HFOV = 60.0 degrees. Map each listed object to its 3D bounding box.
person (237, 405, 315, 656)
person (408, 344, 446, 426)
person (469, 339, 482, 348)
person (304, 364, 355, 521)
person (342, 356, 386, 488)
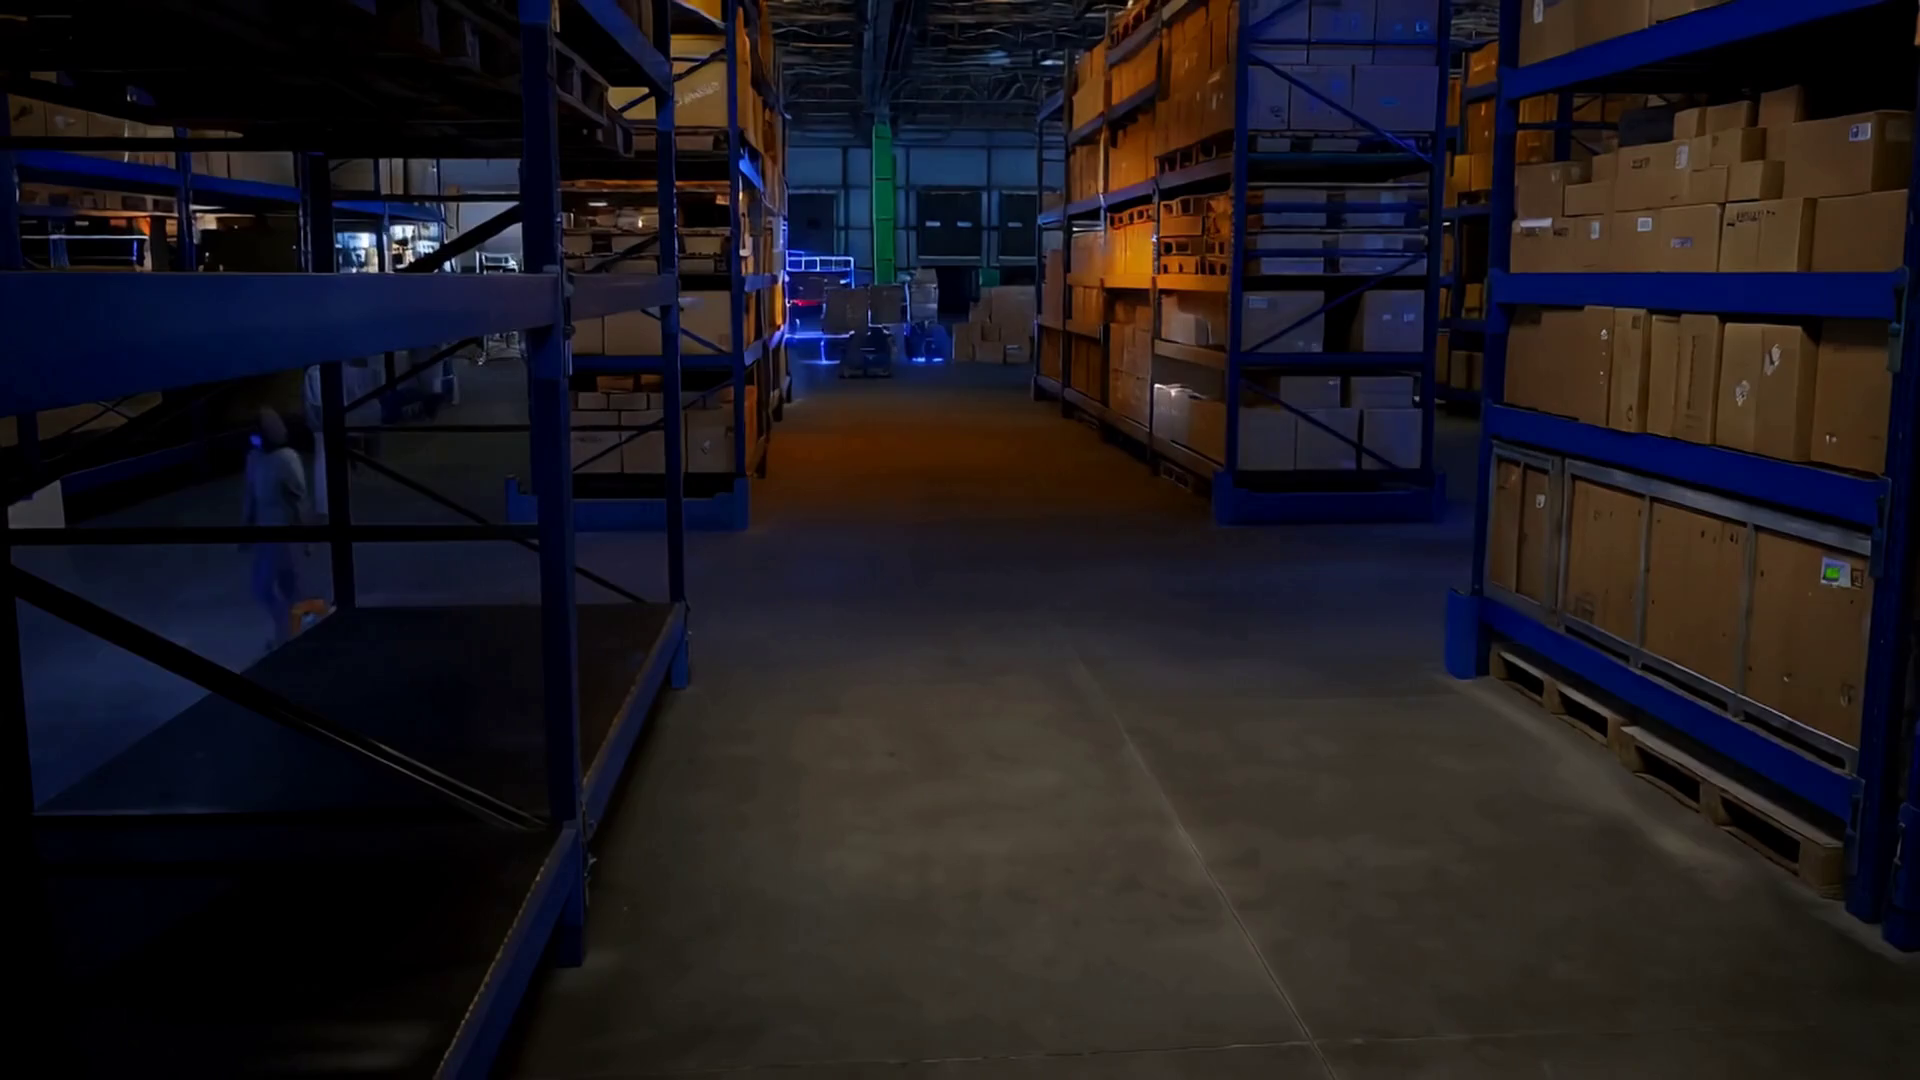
[{"bbox_3d":[-4.252,-0.025,10.239,0.575,1.605,0.591,7,11,38],"label":"person"},{"bbox_3d":[-8.285,-2.529,25.860,0.545,1.652,0.882,-1,9,-5],"label":"person"},{"bbox_3d":[-15.973,-7.275,54.823,0.380,1.918,0.596,-8,12,-41],"label":"person"},{"bbox_3d":[-6.187,-1.096,16.320,0.430,1.833,0.634,-2,9,-14],"label":"person"},{"bbox_3d":[-6.791,-1.421,18.878,0.542,1.655,0.857,-6,11,-33],"label":"person"}]
